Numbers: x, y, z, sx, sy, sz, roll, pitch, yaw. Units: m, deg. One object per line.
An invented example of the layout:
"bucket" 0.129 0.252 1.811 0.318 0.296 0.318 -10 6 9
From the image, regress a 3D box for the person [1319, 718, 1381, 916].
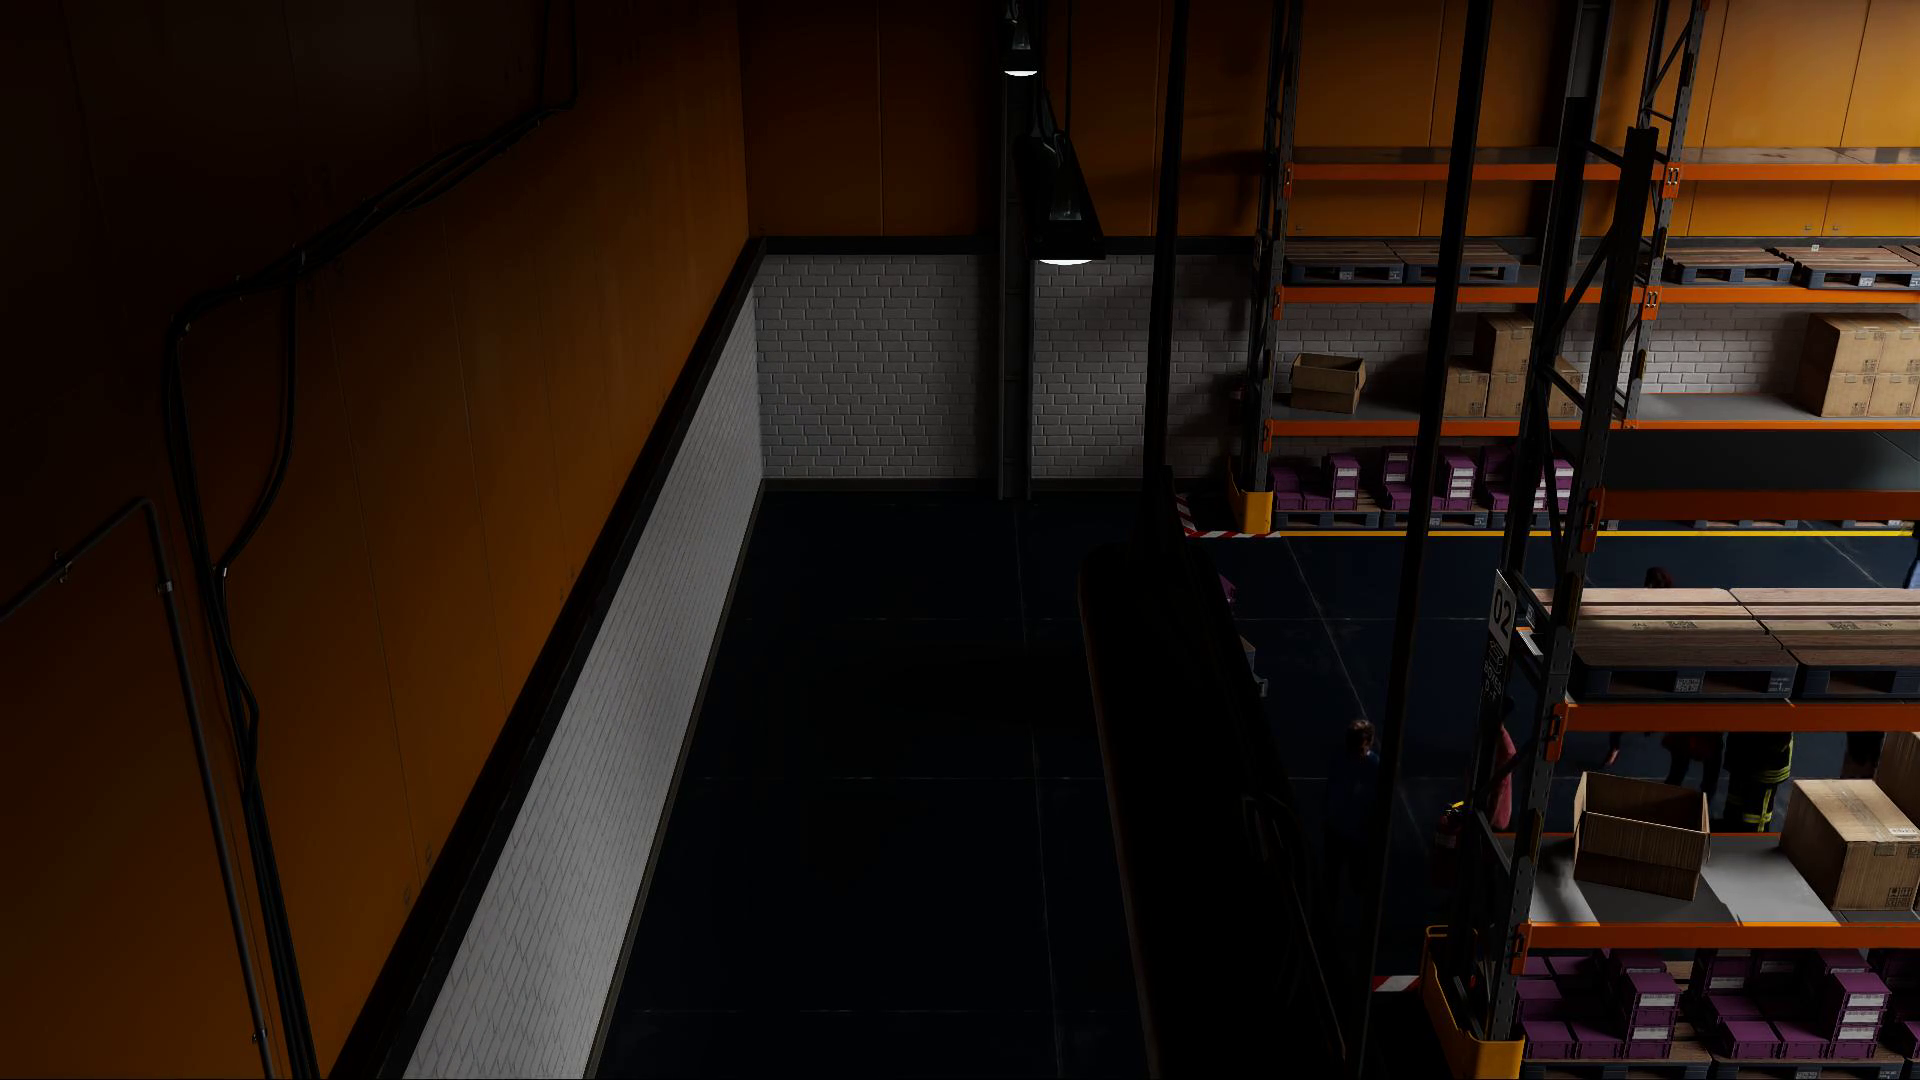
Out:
"person" 2.804 2.005 11.652 1.068 1.790 0.992 -16 28 -32

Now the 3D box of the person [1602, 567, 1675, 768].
"person" 5.732 1.033 13.902 1.063 1.769 1.125 22 32 40

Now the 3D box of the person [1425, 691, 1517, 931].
"person" 3.776 1.910 11.679 0.752 1.943 0.690 -4 24 -10
